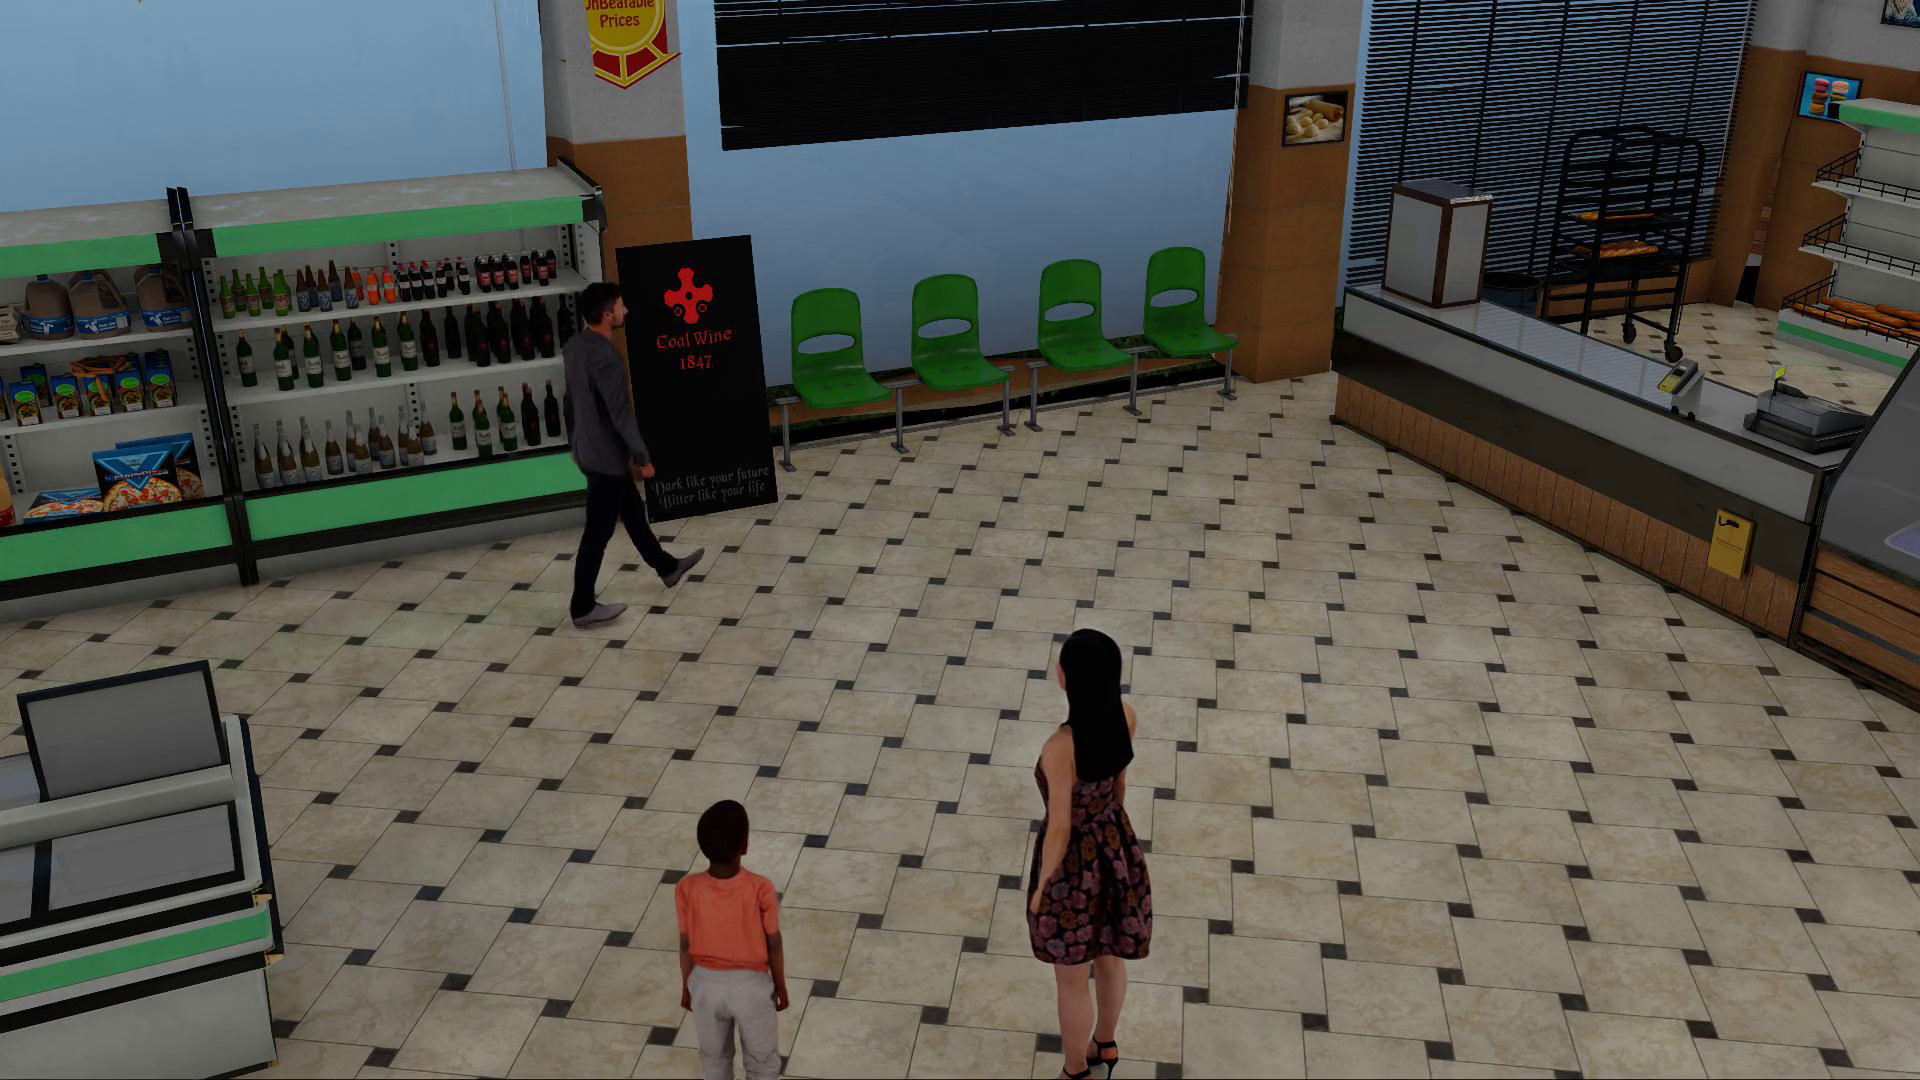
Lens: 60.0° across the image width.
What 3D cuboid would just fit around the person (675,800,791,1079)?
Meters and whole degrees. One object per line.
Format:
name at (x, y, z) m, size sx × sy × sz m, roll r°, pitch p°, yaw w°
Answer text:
person at (-0.725, 1.408, 5.251) m, size 0.675 × 1.328 × 0.707 m, roll 2°, pitch 24°, yaw 4°

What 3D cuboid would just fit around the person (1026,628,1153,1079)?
person at (0.402, 1.086, 5.431) m, size 0.829 × 1.773 × 0.736 m, roll 21°, pitch 31°, yaw 39°

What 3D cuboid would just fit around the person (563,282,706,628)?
person at (-1.948, -0.409, 8.776) m, size 1.128 × 1.831 × 0.773 m, roll -14°, pitch 27°, yaw -29°
